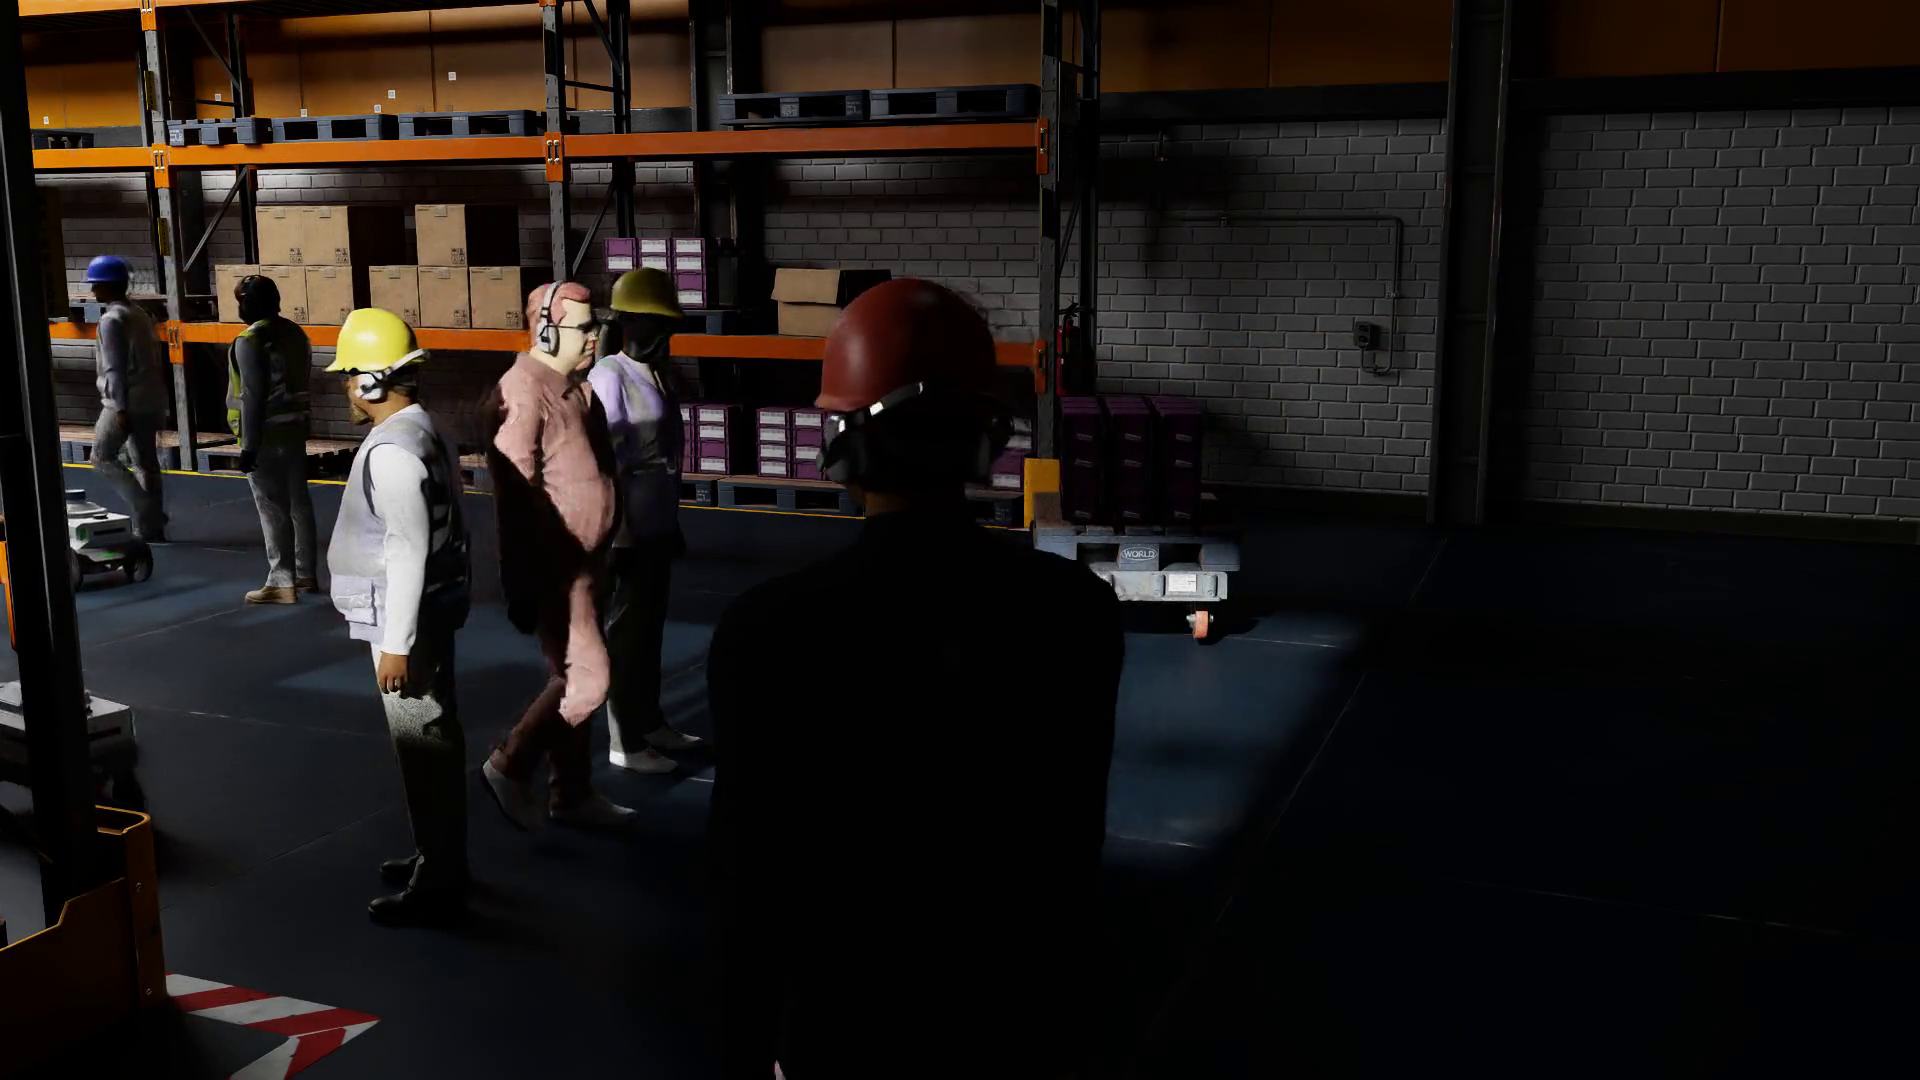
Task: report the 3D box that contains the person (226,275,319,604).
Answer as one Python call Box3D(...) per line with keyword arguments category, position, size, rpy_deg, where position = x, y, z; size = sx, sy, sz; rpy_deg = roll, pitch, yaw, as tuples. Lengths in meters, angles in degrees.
Box3D(category="person", position=(-3.876, -0.562, 9.353), size=(0.429, 1.839, 0.633), rpy_deg=(1, 10, 6))

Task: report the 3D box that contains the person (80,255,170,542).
Box3D(category="person", position=(-5.538, -0.913, 11.050), size=(0.435, 1.934, 0.627), rpy_deg=(-1, 10, -3))

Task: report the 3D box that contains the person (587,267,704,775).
Box3D(category="person", position=(-1.211, -0.078, 6.412), size=(0.367, 1.927, 0.585), rpy_deg=(2, 10, 10))

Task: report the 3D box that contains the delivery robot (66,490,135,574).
Box3D(category="delivery robot", position=(-5.214, -0.055, 9.843), size=(0.707, 0.478, 0.477), rpy_deg=(7, 13, 35))

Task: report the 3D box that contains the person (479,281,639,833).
Box3D(category="person", position=(-1.339, 0.084, 5.592), size=(0.453, 1.893, 0.682), rpy_deg=(1, 10, 4))

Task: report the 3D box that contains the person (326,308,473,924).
Box3D(category="person", position=(-1.668, 0.227, 4.985), size=(0.403, 1.828, 0.595), rpy_deg=(-2, 10, -10))

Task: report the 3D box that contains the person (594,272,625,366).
Box3D(category="person", position=(-2.169, -0.775, 10.555), size=(0.483, 1.834, 0.541), rpy_deg=(2, 10, 9))

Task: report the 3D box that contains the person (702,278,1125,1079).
Box3D(category="person", position=(-0.086, 0.638, 2.290), size=(0.619, 1.963, 0.708), rpy_deg=(-5, 11, -24))

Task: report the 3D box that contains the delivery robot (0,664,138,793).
Box3D(category="delivery robot", position=(-3.229, 0.663, 5.847), size=(0.707, 0.478, 0.477), rpy_deg=(7, 12, 33))
